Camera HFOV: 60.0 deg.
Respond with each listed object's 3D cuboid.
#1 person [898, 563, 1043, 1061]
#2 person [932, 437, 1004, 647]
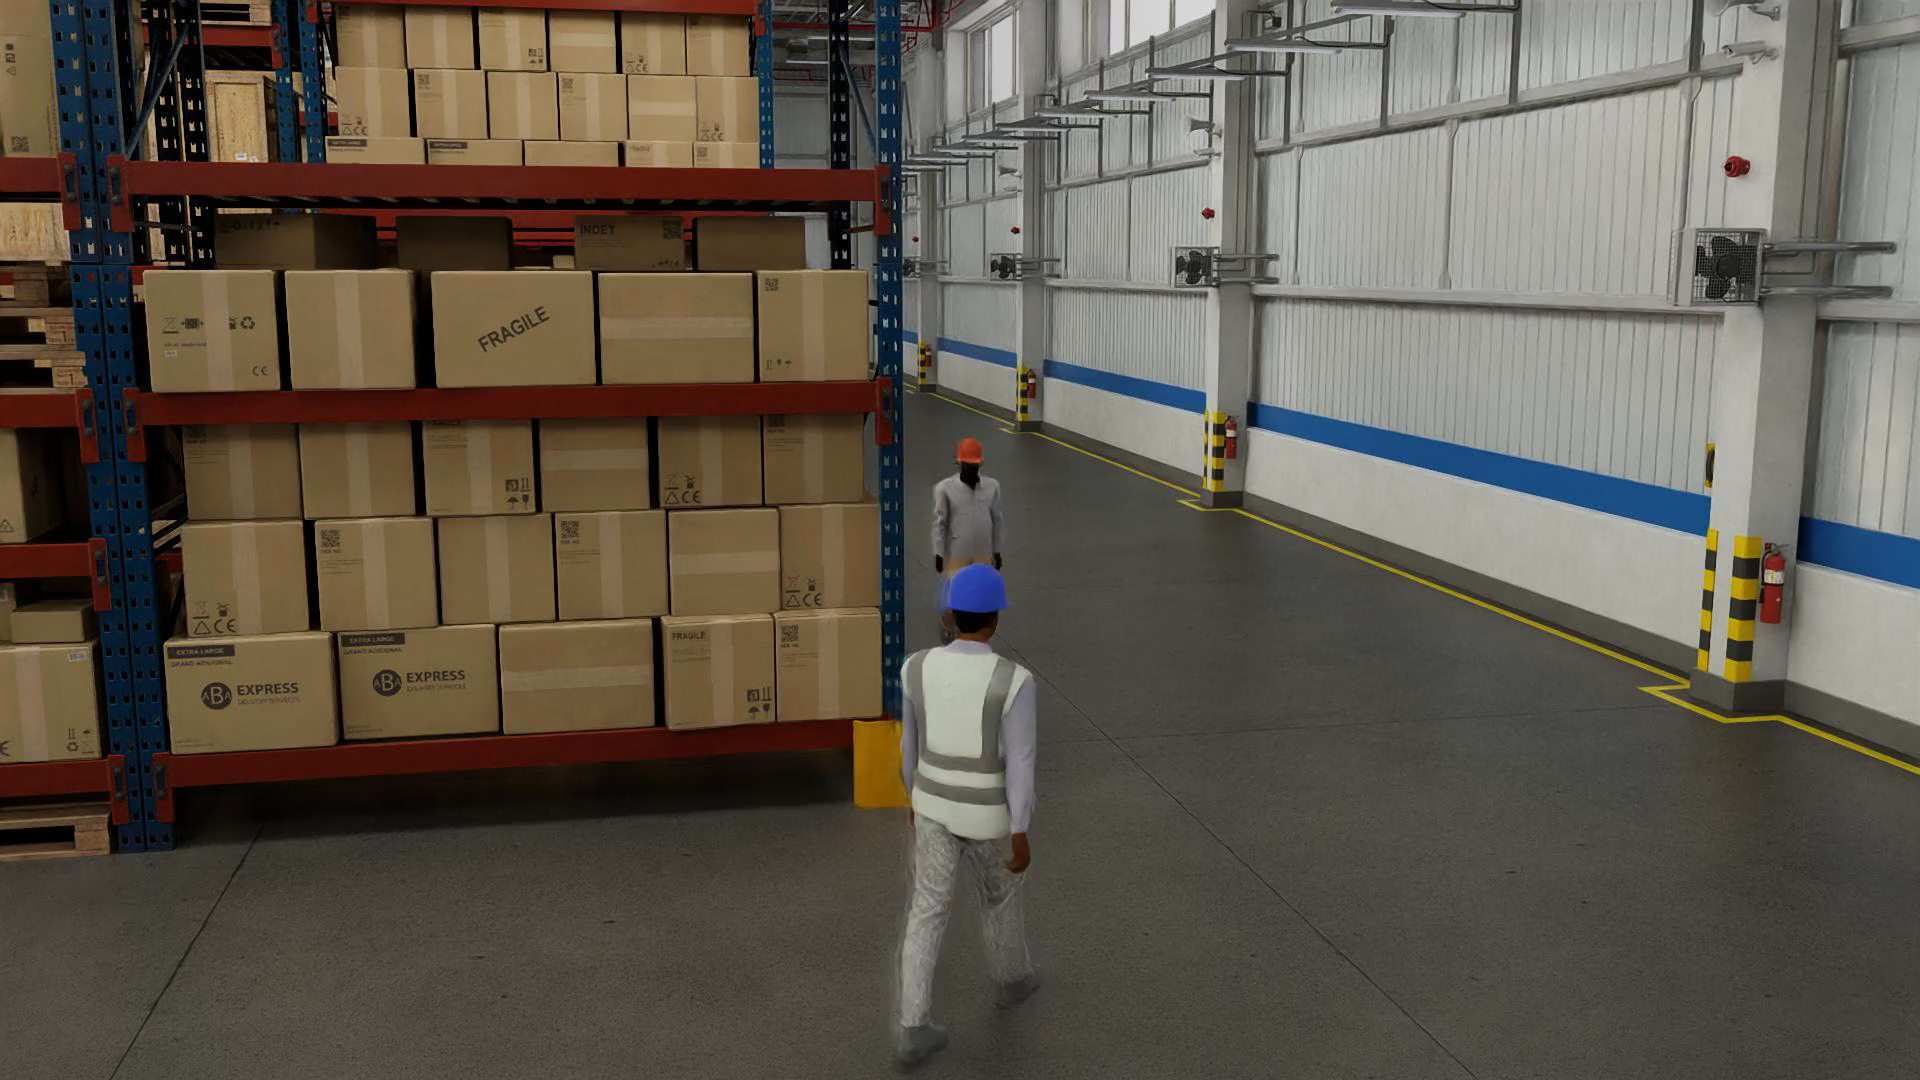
[{"bbox_3d":[0.029,1.030,6.529,0.623,1.900,0.984,5,10,27],"label":"person"},{"bbox_3d":[0.063,0.058,12.926,0.566,1.737,0.423,-3,10,-20],"label":"person"}]
